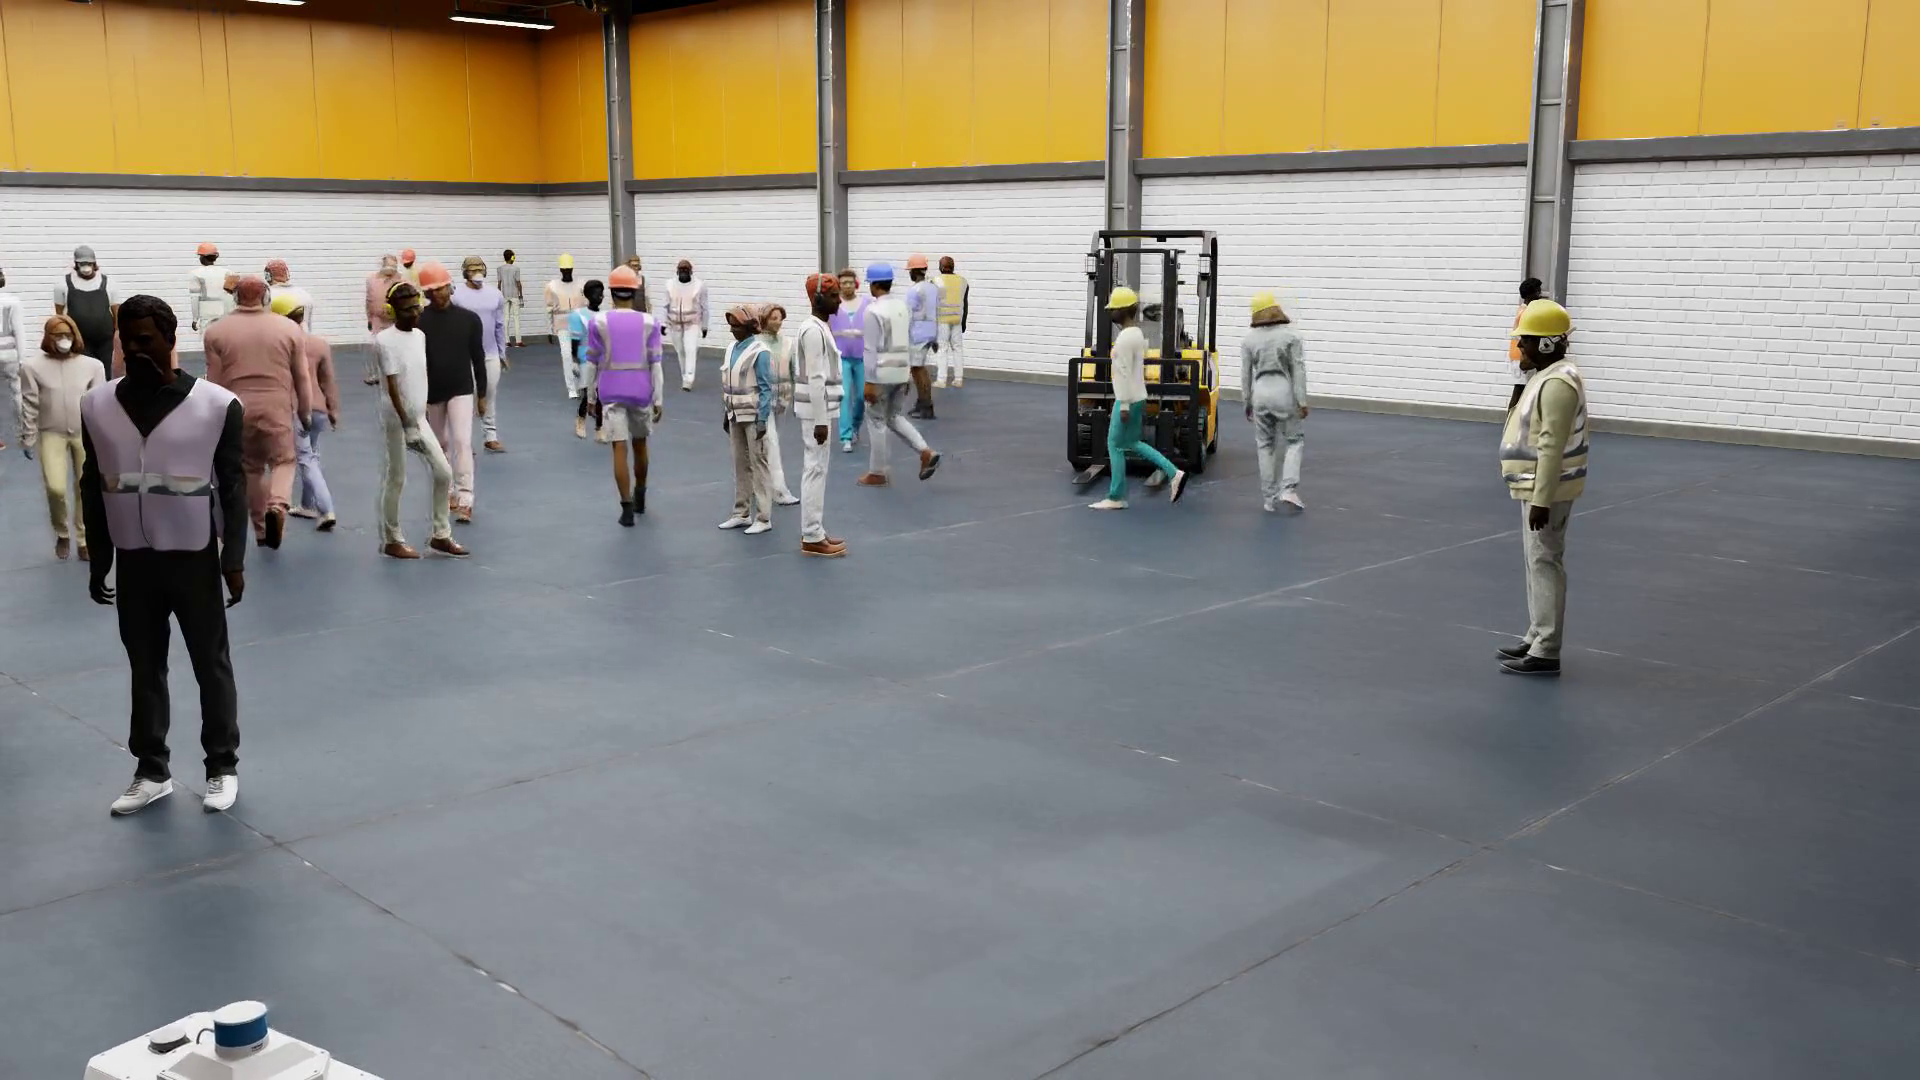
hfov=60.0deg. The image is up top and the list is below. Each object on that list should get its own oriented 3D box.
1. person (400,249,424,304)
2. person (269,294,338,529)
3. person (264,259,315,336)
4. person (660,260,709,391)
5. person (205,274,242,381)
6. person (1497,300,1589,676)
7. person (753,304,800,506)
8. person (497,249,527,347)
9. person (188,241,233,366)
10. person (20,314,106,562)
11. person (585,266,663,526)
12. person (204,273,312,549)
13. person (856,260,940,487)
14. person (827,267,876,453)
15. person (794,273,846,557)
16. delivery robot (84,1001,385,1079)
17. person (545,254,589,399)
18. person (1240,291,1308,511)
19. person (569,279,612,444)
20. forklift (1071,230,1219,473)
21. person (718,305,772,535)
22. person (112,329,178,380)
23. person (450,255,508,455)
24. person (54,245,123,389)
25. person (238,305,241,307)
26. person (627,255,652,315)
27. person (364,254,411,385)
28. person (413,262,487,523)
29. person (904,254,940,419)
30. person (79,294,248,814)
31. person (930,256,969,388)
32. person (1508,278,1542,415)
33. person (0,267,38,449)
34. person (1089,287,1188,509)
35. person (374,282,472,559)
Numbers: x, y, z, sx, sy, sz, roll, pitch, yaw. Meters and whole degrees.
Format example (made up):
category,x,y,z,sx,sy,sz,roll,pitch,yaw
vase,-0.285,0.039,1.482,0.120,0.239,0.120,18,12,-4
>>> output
category,x,y,z,sx,sy,sz,roll,pitch,yaw
person,-9.611,-4.149,29.193,0.387,1.894,0.690,-6,12,-30
person,-4.817,-0.945,12.203,0.877,1.715,0.513,7,13,34
person,-6.535,-1.751,16.084,0.401,1.901,0.642,6,12,28
person,-3.811,-2.964,23.016,0.626,1.796,0.976,1,10,6
person,-9.803,-2.769,22.405,0.687,1.612,0.504,0,10,-3
person,2.837,-0.253,8.126,0.403,1.825,0.592,3,11,14
person,-1.521,-1.096,13.341,0.539,1.591,0.877,-9,14,-41
person,-8.568,-4.613,31.779,0.509,1.867,0.328,2,11,12
person,-10.426,-3.130,23.204,0.379,2.044,0.608,10,14,43
person,-5.799,-0.653,10.830,0.530,1.617,0.352,-7,13,-34
person,-2.530,-1.090,12.490,0.549,1.900,0.923,-4,11,-20
person,-4.732,-0.856,11.248,0.657,1.883,0.751,-3,11,-16
person,-0.555,-1.384,13.993,0.648,1.928,0.620,6,12,31
person,-1.090,-1.806,16.593,0.581,1.822,0.723,-2,11,-12
person,-0.939,-0.834,11.120,0.337,1.882,0.584,-1,10,-4
delivery robot,-1.468,1.195,3.427,0.707,0.478,0.477,6,12,31
person,-5.184,-2.844,22.057,0.594,1.894,0.892,-4,11,-22
person,2.417,-1.054,12.827,0.586,1.696,0.408,5,12,27
person,-3.738,-1.817,16.997,0.393,1.685,0.551,10,15,44
forklift,1.804,-1.825,15.677,1.214,2.155,2.313,2,11,13
person,-1.530,-0.864,11.951,0.310,1.640,0.514,-9,14,-40
person,-7.115,-1.326,14.598,0.512,1.594,0.837,-10,14,-42
person,-4.722,-1.803,16.254,0.635,1.937,0.352,-9,14,-40
person,-9.951,-2.372,19.076,0.712,2.000,0.833,-6,12,-30
person,-6.023,-1.287,14.318,0.616,1.612,0.508,9,14,41
person,-4.880,-3.349,24.970,0.540,1.830,0.398,-5,11,-25
person,-8.084,-3.101,23.543,0.698,1.864,0.468,0,10,0
person,-3.903,-1.131,12.603,0.617,1.944,1.025,-2,11,-13
person,-0.520,-2.354,19.330,0.595,1.916,0.548,5,12,26
person,-2.933,0.056,6.173,0.591,1.920,0.393,-1,10,-4
person,-0.182,-3.059,23.372,0.634,1.841,0.429,-6,12,-32
person,5.953,-1.914,17.543,0.321,1.689,0.530,3,11,18
person,-9.667,-1.842,16.744,0.580,1.839,0.956,-3,11,-16
person,1.393,-1.086,12.891,0.673,1.746,0.523,3,11,18
person,-3.535,-0.755,10.835,0.746,1.829,0.524,4,11,20
